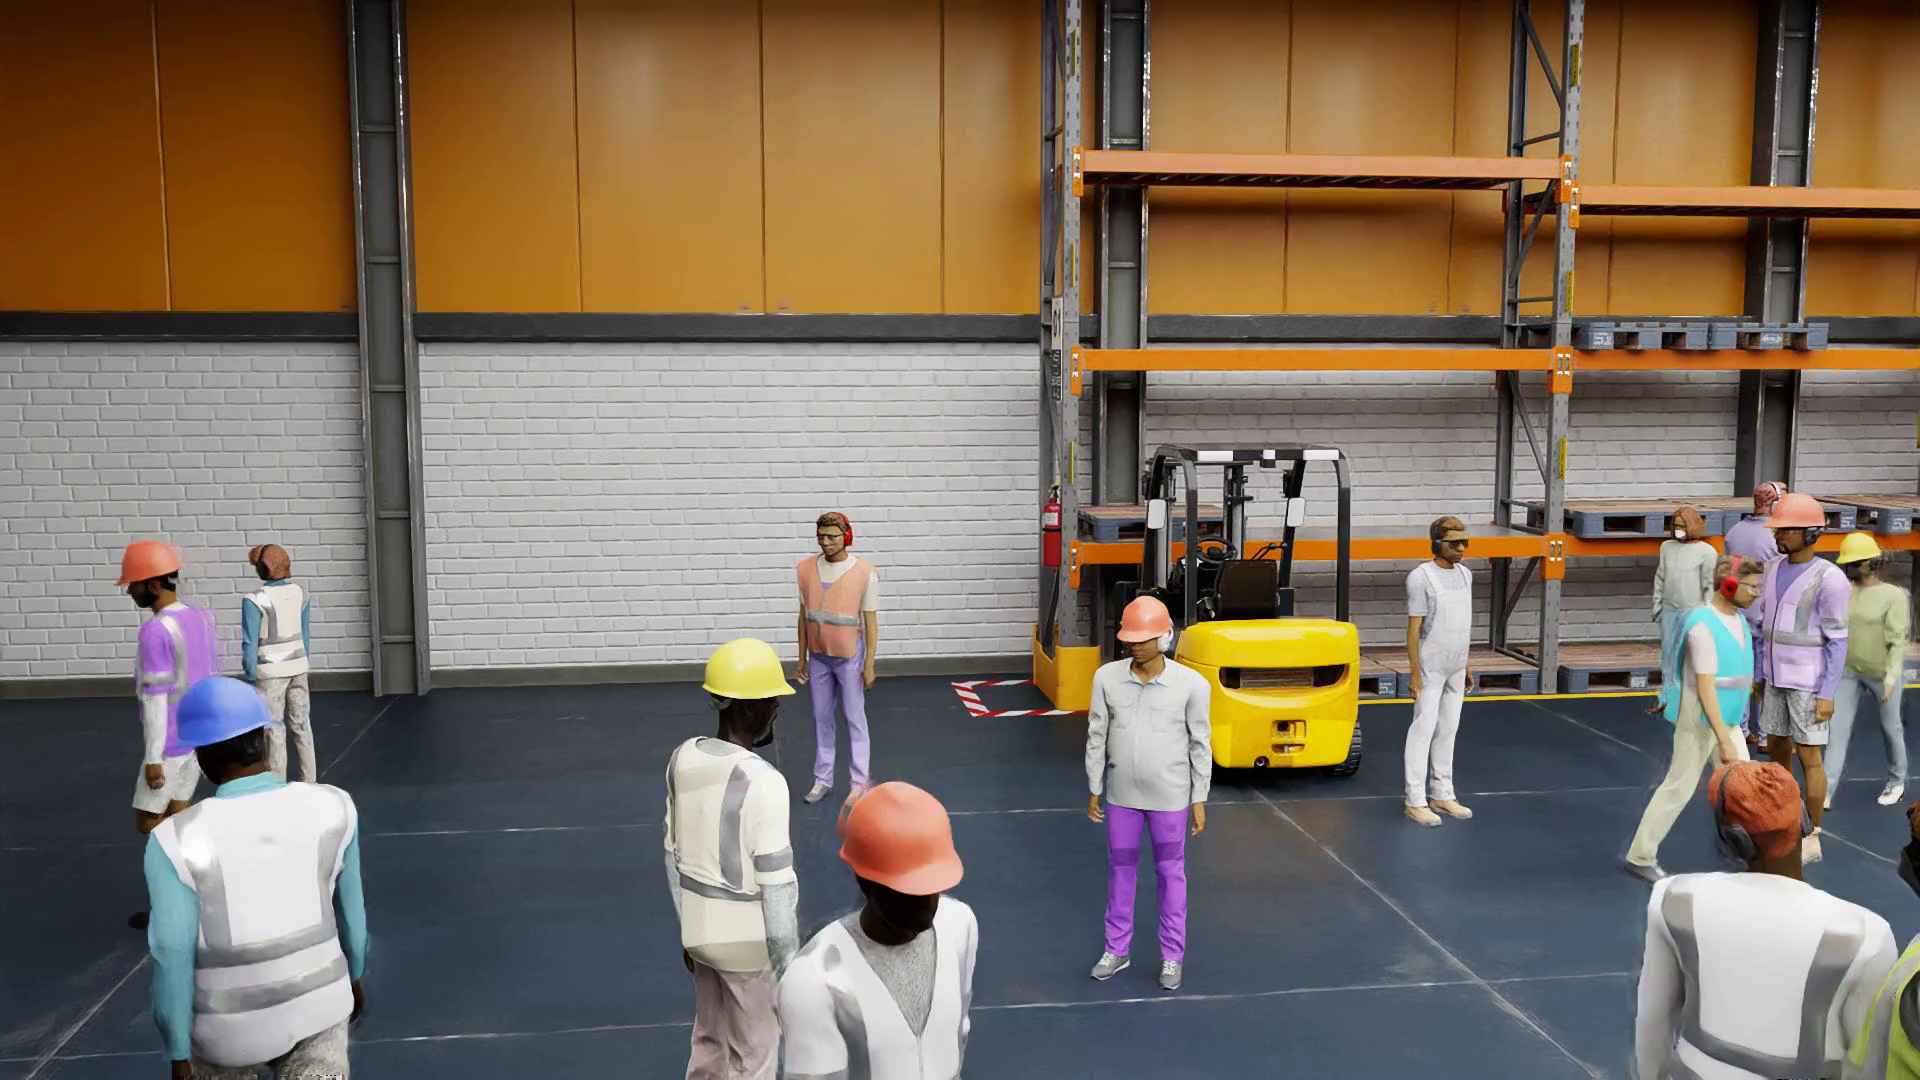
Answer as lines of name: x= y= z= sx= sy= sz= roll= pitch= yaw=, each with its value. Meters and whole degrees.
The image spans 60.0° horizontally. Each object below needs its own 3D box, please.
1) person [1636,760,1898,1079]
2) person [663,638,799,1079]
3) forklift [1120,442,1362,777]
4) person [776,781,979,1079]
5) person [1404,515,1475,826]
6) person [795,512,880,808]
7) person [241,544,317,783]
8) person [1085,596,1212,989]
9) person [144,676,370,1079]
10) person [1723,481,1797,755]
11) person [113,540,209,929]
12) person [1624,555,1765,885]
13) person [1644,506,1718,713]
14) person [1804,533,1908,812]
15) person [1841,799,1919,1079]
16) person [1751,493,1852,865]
person: x=2.035 y=1.438 z=4.158 sx=0.623 sy=1.828 sz=0.753 roll=6 pitch=9 yaw=42
person: x=-0.689 y=1.262 z=5.261 sx=0.371 sy=1.925 sz=0.595 roll=-6 pitch=9 yaw=-42
forklift: x=1.912 y=0.418 z=11.496 sx=1.214 sy=2.155 sz=2.313 roll=-1 pitch=7 yaw=-8
person: x=-0.113 y=1.457 z=3.707 sx=0.575 sy=1.888 sz=0.897 roll=-5 pitch=8 yaw=-38
person: x=2.873 y=0.770 z=9.928 sx=0.520 sy=1.844 sz=0.331 roll=-4 pitch=8 yaw=-33
person: x=-0.751 y=0.732 z=10.320 sx=0.560 sy=1.837 sz=0.389 roll=3 pitch=7 yaw=28
person: x=-4.212 y=0.837 z=10.284 sx=0.319 sy=1.630 sz=0.510 roll=2 pitch=7 yaw=21
person: x=0.820 y=1.109 z=7.366 sx=0.573 sy=1.747 sz=0.345 roll=3 pitch=7 yaw=22
person: x=-1.996 y=1.325 z=4.756 sx=0.645 sy=1.905 sz=0.775 roll=-5 pitch=8 yaw=-39
person: x=5.650 y=0.542 z=11.658 sx=0.410 sy=1.909 sz=0.643 roll=-2 pitch=7 yaw=-17
person: x=-3.743 y=0.952 z=8.022 sx=0.575 sy=1.918 sz=0.565 roll=0 pitch=7 yaw=-2
person: x=3.886 y=0.964 z=8.518 sx=0.559 sy=1.788 sz=0.939 roll=-5 pitch=8 yaw=-39
person: x=5.533 y=0.554 z=12.738 sx=0.281 sy=1.633 sz=0.499 roll=-4 pitch=8 yaw=-32
person: x=5.530 y=0.811 z=10.165 sx=0.931 sy=1.707 sz=0.541 roll=-4 pitch=8 yaw=-31
person: x=2.252 y=1.470 z=3.818 sx=0.429 sy=1.844 sz=0.623 roll=6 pitch=9 yaw=41
person: x=4.576 y=0.760 z=9.151 sx=0.394 sy=2.044 sz=0.609 roll=-1 pitch=7 yaw=-11
